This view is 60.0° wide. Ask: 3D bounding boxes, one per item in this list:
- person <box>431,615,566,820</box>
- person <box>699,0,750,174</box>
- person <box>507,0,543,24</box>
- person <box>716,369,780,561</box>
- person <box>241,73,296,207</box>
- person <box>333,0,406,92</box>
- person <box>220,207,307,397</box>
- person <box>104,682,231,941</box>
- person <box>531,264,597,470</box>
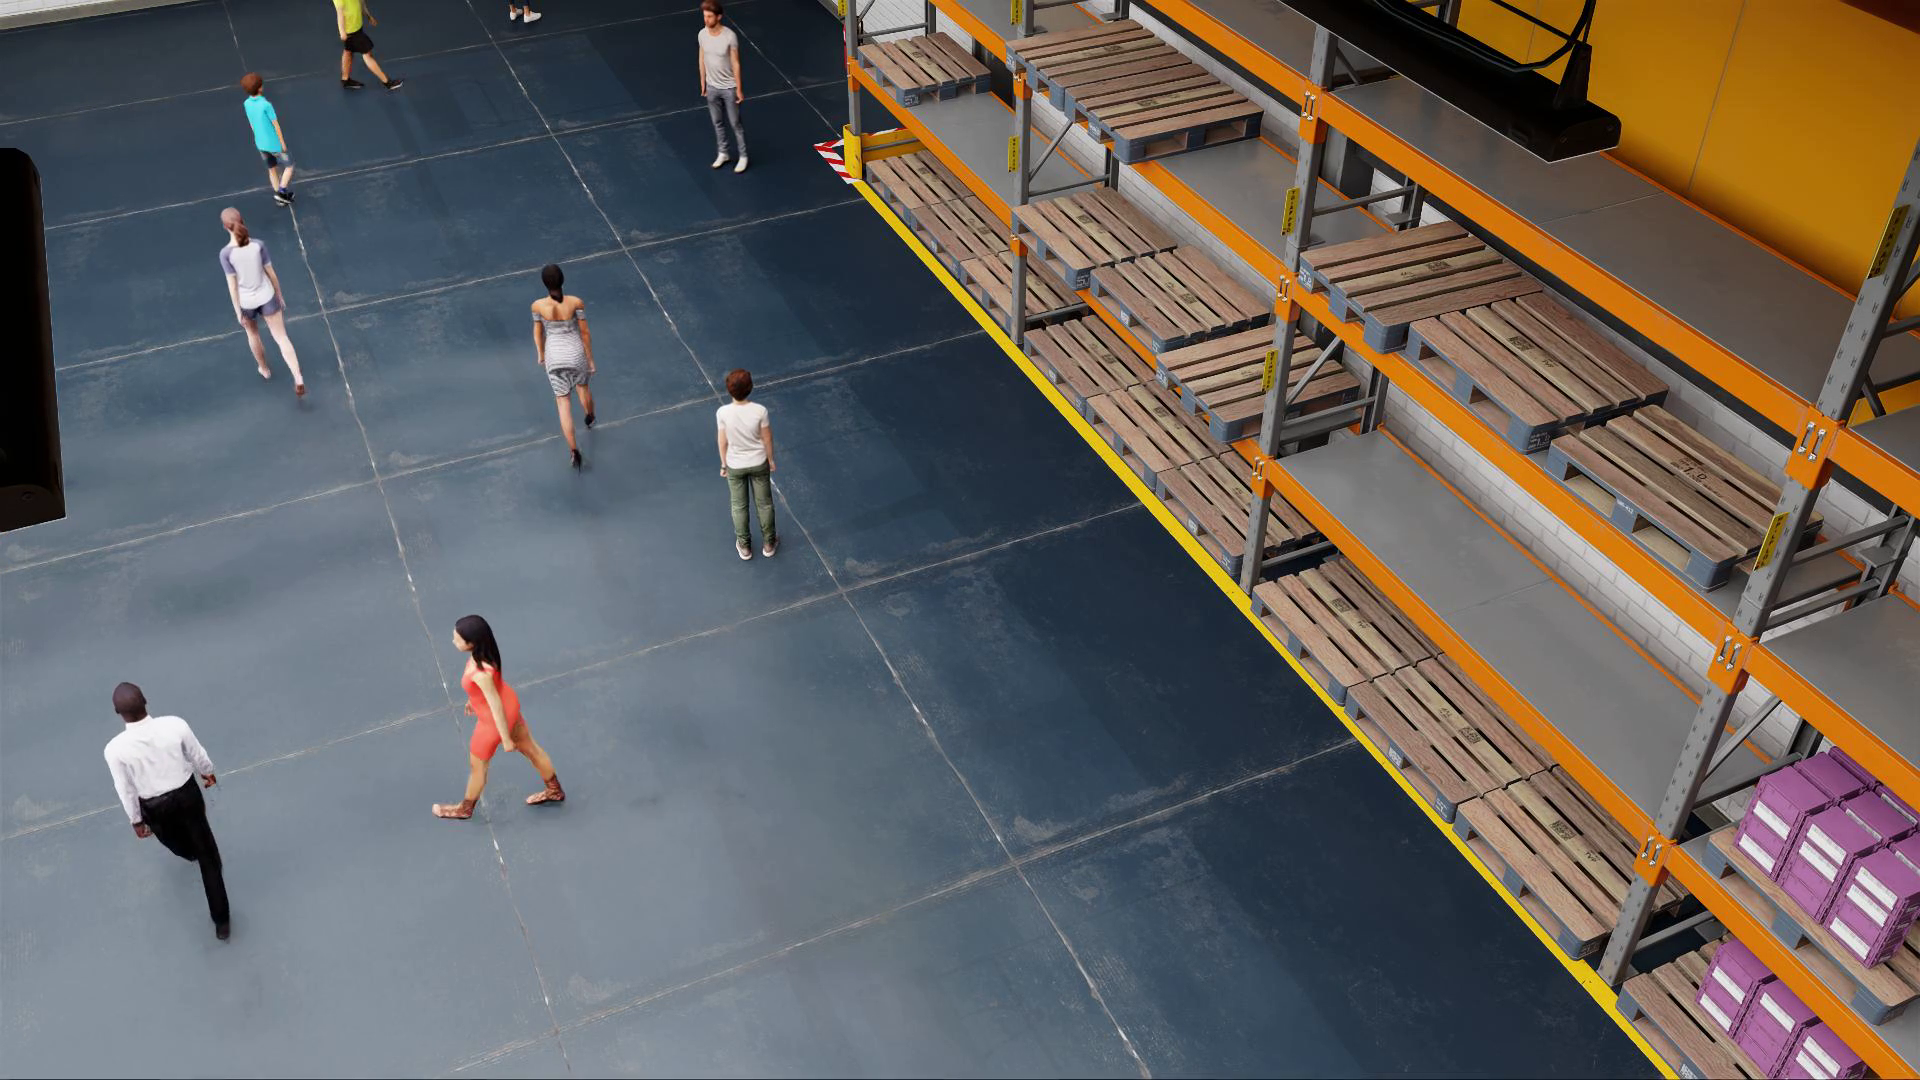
[{"bbox_3d":[-2.848,1.133,10.602,0.879,1.672,1.080,-4,39,-5],"label":"person"},{"bbox_3d":[-2.562,-4.934,18.027,0.730,1.887,0.801,13,40,16],"label":"person"},{"bbox_3d":[-5.786,-7.615,21.447,0.639,1.808,0.732,18,42,21],"label":"person"},{"bbox_3d":[-1.635,-0.578,12.759,0.640,1.653,0.621,-5,39,-6],"label":"person"},{"bbox_3d":[-7.268,-4.153,17.404,0.675,1.444,0.735,13,40,16],"label":"person"},{"bbox_3d":[-7.272,-6.086,19.649,0.946,1.662,1.085,-3,39,-4],"label":"person"},{"bbox_3d":[-6.107,-2.038,14.521,0.692,1.737,1.110,-23,44,-26],"label":"person"},{"bbox_3d":[-4.648,1.635,9.881,0.812,1.788,1.280,-23,44,-26],"label":"person"},{"bbox_3d":[-3.240,-1.392,13.669,0.778,1.791,1.056,-7,39,-8],"label":"person"}]
